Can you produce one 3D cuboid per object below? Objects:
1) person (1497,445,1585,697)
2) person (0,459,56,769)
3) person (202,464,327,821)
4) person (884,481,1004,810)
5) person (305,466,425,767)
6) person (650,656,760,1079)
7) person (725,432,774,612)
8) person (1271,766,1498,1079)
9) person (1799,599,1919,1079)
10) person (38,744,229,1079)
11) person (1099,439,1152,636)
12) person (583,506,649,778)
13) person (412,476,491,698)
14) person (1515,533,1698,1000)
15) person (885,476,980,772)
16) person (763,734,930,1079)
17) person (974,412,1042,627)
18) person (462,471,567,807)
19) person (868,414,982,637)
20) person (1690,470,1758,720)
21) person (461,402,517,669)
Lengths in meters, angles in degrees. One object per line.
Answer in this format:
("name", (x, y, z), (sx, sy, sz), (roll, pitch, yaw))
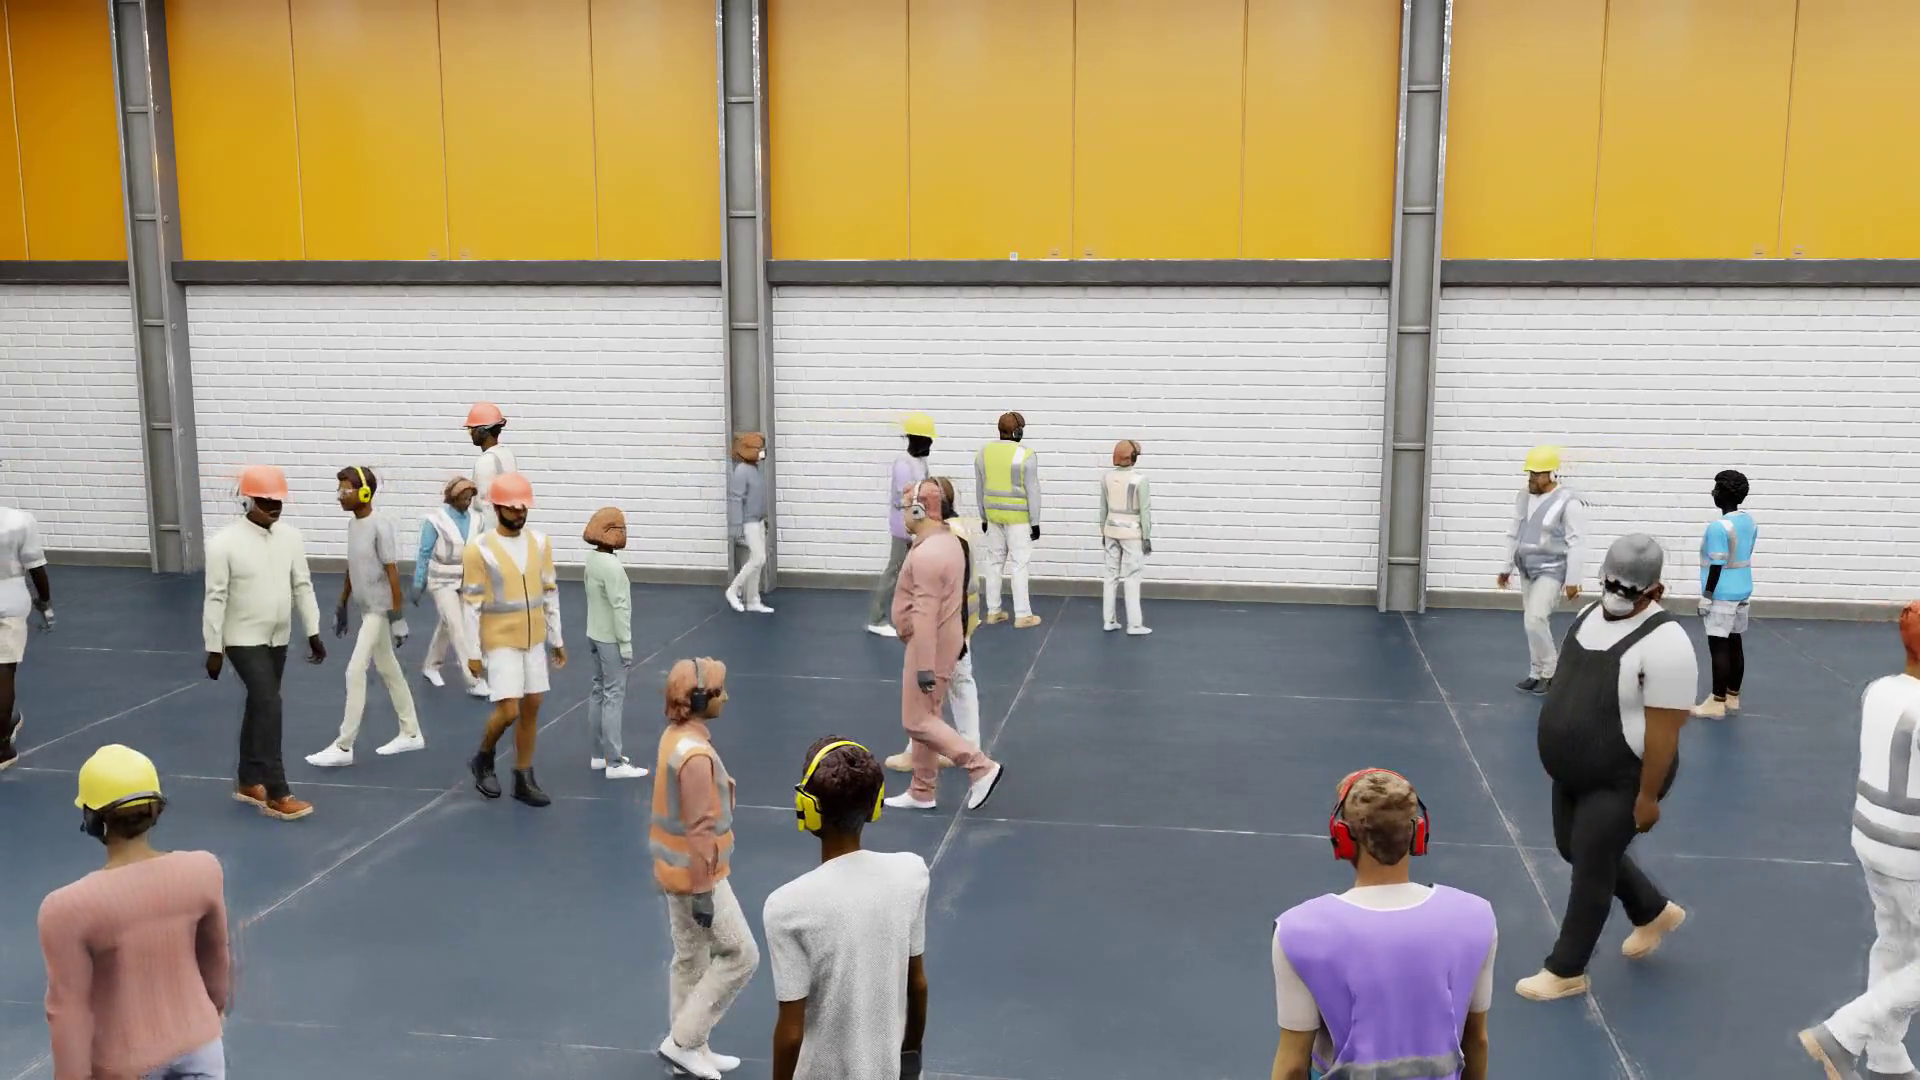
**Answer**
("person", (4.127, 0.220, 11.845), (0.436, 1.809, 0.585), (-3, 10, -17))
("person", (-5.978, 0.398, 10.364), (0.630, 1.928, 0.919), (-2, 9, -11))
("person", (-3.807, 0.562, 9.264), (0.833, 1.958, 0.609), (4, 10, 21))
("person", (-0.099, 0.612, 9.237), (0.629, 1.882, 0.651), (2, 9, 12))
("person", (-3.734, 0.468, 10.223), (0.877, 1.830, 0.569), (-7, 12, -38))
("person", (-0.949, 1.232, 6.152), (0.381, 1.624, 0.549), (-3, 10, -18))
("person", (-1.812, -0.143, 14.674), (0.351, 1.623, 0.504), (2, 10, 14))
("person", (1.018, 1.467, 4.075), (0.563, 1.838, 0.389), (-2, 9, -10))
("person", (3.377, 1.139, 5.991), (0.473, 1.870, 0.613), (1, 9, 6))
("person", (-2.333, 1.421, 4.693), (0.864, 1.726, 0.546), (7, 12, 38))
("person", (1.376, -0.020, 13.862), (0.519, 1.638, 0.311), (9, 13, 44))
("person", (-2.094, 0.609, 9.987), (0.288, 1.634, 0.499), (-6, 11, -32))
("person", (-3.652, 0.323, 11.922), (0.903, 1.581, 0.573), (6, 11, 33))
("person", (2.731, 0.900, 6.943), (0.778, 2.000, 0.728), (-2, 9, -11))
("person", (-0.194, 0.510, 10.044), (0.720, 1.813, 0.675), (0, 9, -1))
("person", (-0.304, 1.416, 4.289), (0.532, 1.871, 0.319), (-8, 12, -41))
("person", (0.436, -0.176, 14.193), (0.631, 1.843, 0.429), (7, 11, 35))
("person", (-2.511, 0.561, 9.392), (0.440, 1.921, 0.553), (8, 12, 40))
("person", (-0.336, -0.099, 13.621), (0.995, 1.867, 0.613), (3, 10, 18))
("person", (5.180, 0.369, 11.279), (0.532, 1.697, 0.319), (-8, 12, -41))
("person", (-3.578, -0.034, 12.702), (0.393, 2.041, 0.614), (0, 9, 2))
